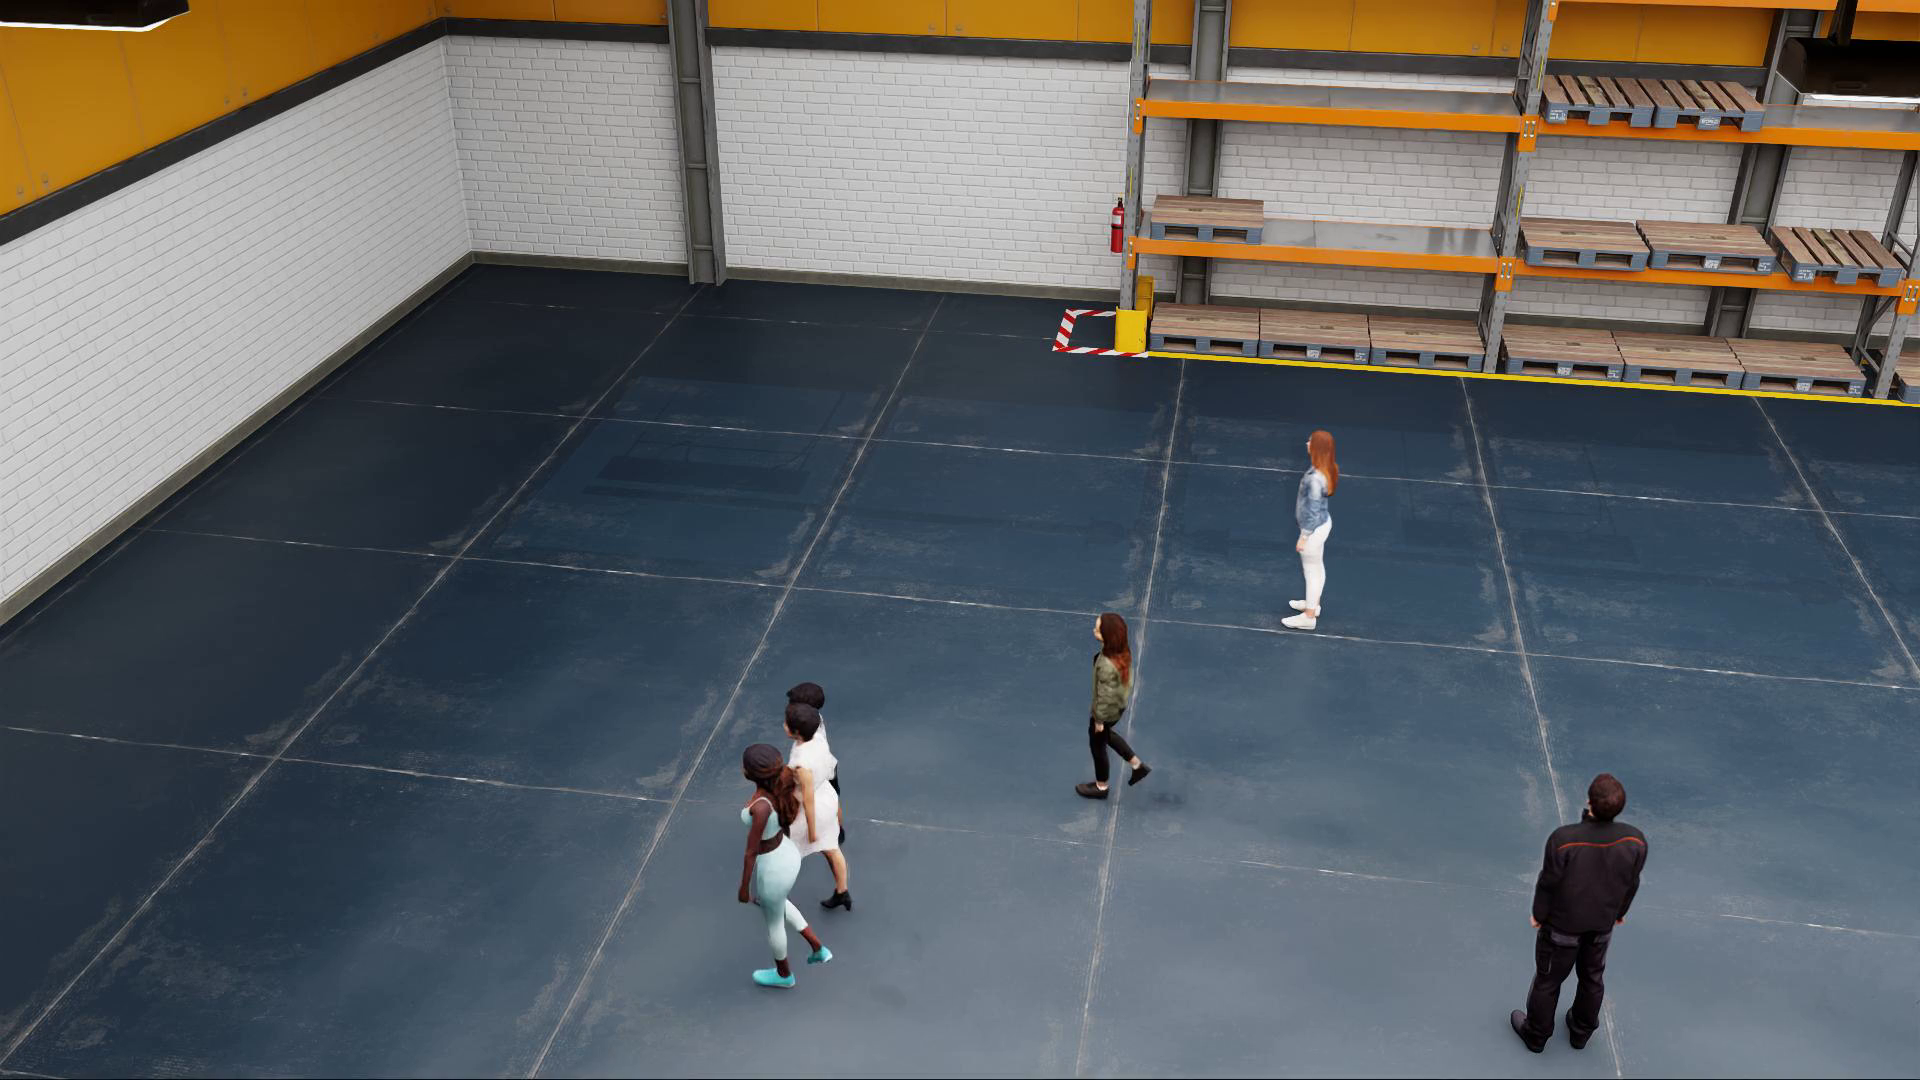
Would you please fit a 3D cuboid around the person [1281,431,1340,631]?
[{"bbox_3d":[2.829,-0.086,13.197,0.596,1.702,0.661,12,31,21],"label":"person"}]

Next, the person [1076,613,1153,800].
[{"bbox_3d":[1.064,1.133,11.209,0.765,1.466,0.647,9,30,16],"label":"person"}]

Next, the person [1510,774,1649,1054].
[{"bbox_3d":[3.400,2.060,9.120,0.596,1.838,0.824,-1,29,-3],"label":"person"}]

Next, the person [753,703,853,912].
[{"bbox_3d":[-0.824,1.671,10.152,0.841,1.533,0.601,7,29,13],"label":"person"}]

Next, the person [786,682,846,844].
[{"bbox_3d":[-0.864,1.470,10.825,0.692,1.242,0.580,1,29,1],"label":"person"}]

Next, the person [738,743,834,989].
[{"bbox_3d":[-0.976,1.912,9.523,0.713,1.713,0.572,7,29,13],"label":"person"}]
